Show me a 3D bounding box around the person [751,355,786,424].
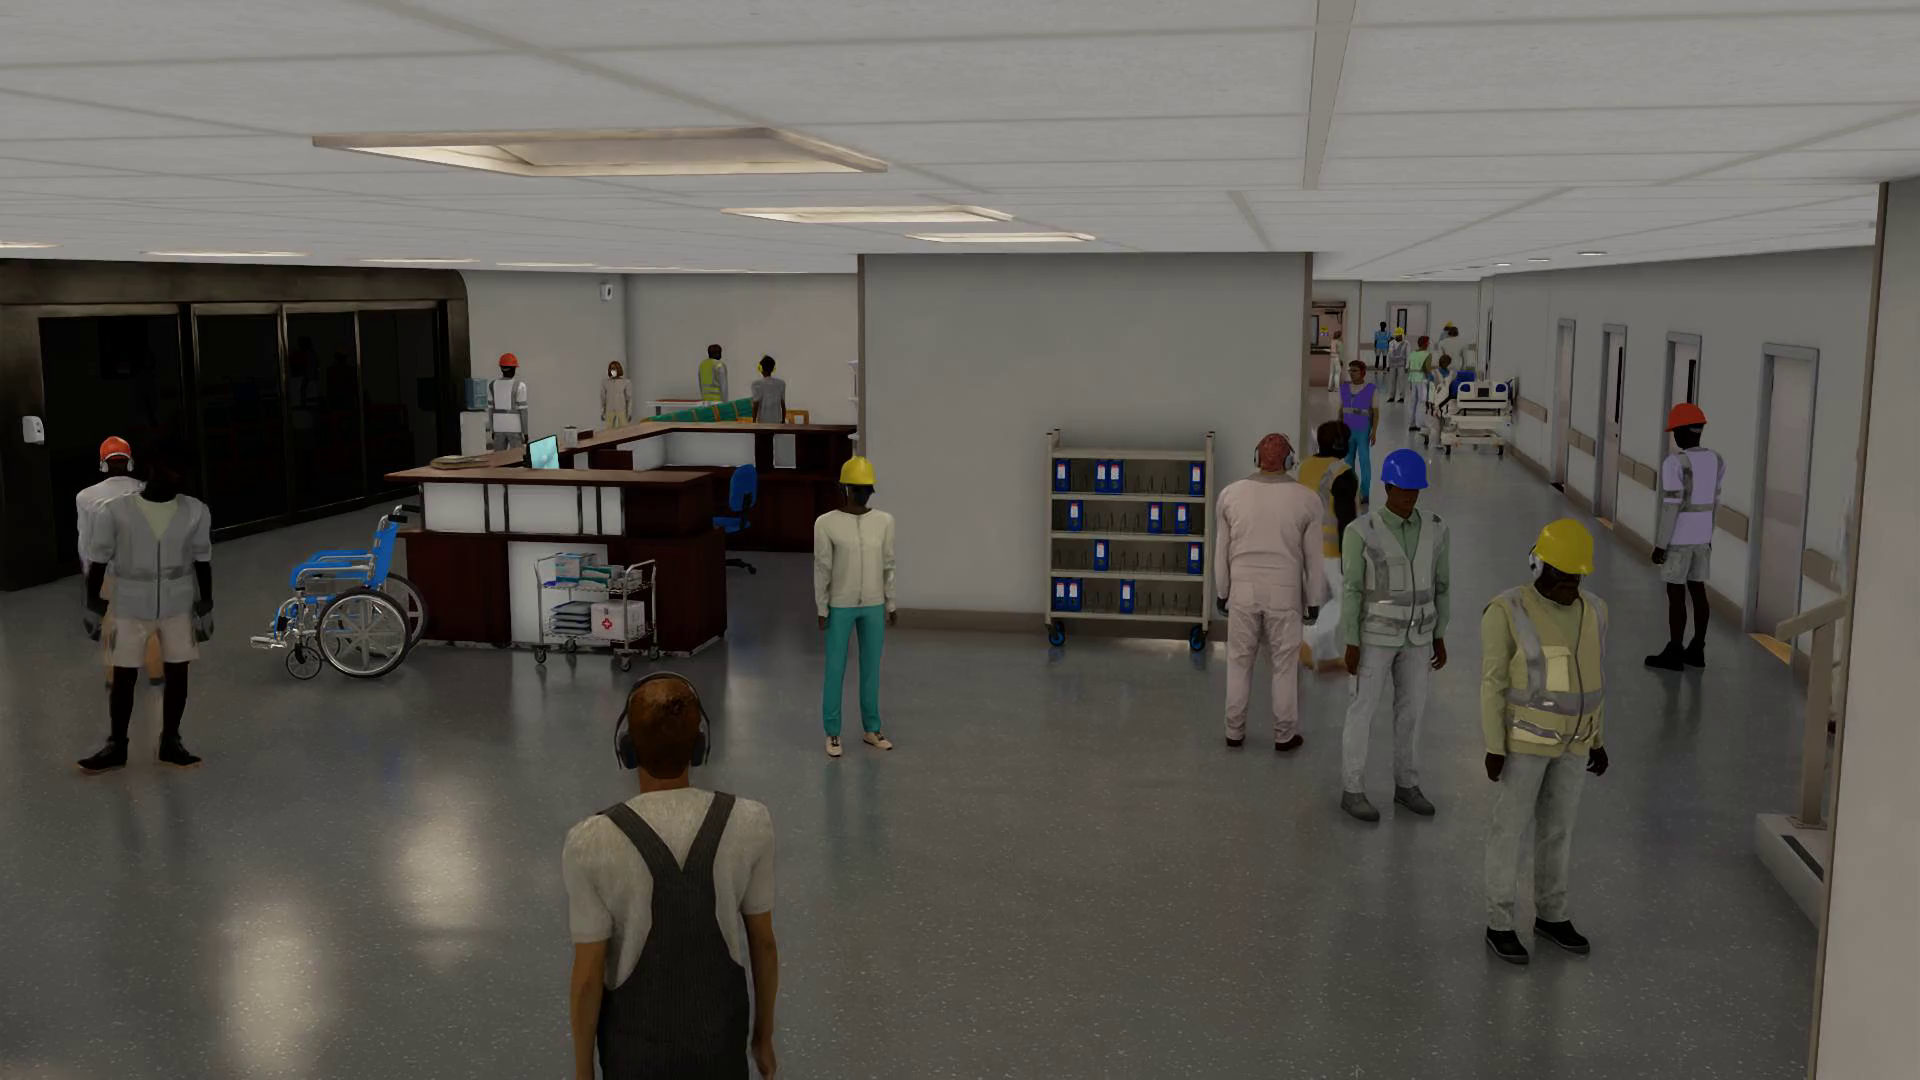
[{"bbox_3d":[-2.547,-1.515,22.101,0.520,1.874,0.332,-5,10,-29],"label":"person"}]

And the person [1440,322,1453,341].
[{"bbox_3d":[15.280,-5.962,52.081,0.350,1.728,0.488,-7,11,-39],"label":"person"}]

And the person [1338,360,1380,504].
[{"bbox_3d":[5.104,-1.386,21.324,0.374,1.843,0.569,-8,12,-42],"label":"person"}]

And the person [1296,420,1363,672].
[{"bbox_3d":[2.575,0.062,11.780,0.549,1.826,0.639,-3,9,-19],"label":"person"}]

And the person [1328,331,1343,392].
[{"bbox_3d":[10.042,-4.763,44.470,0.363,1.637,0.535,-4,10,-26],"label":"person"}]

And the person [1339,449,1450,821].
[{"bbox_3d":[2.244,0.491,8.592,0.600,1.938,0.422,-3,9,-16],"label":"person"}]

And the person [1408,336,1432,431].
[{"bbox_3d":[8.891,-3.024,32.188,0.392,1.846,0.564,-4,10,-26],"label":"person"}]

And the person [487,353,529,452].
[{"bbox_3d":[-5.797,-1.438,21.415,0.546,1.929,0.392,2,9,13],"label":"person"}]

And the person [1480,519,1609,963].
[{"bbox_3d":[2.410,0.812,6.821,0.588,1.822,0.403,-3,9,-19],"label":"person"}]

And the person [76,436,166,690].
[{"bbox_3d":[-5.718,0.160,11.399,0.564,1.743,0.352,-4,10,-26],"label":"person"}]

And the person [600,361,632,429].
[{"bbox_3d":[-5.358,-1.973,25.925,0.497,1.633,0.284,0,9,0],"label":"person"}]

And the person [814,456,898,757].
[{"bbox_3d":[-0.610,0.385,9.825,0.522,1.771,0.306,-4,10,-26],"label":"person"}]

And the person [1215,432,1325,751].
[{"bbox_3d":[1.842,0.310,9.910,0.648,1.900,0.399,3,9,19],"label":"person"}]

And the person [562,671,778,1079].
[{"bbox_3d":[-0.684,1.224,3.996,0.508,1.844,0.332,-4,9,-24],"label":"person"}]

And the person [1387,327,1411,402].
[{"bbox_3d":[10.645,-4.249,40.412,0.590,1.824,0.403,8,12,42],"label":"person"}]

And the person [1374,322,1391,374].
[{"bbox_3d":[13.729,-6.250,54.082,0.536,1.699,0.322,1,9,8],"label":"person"}]

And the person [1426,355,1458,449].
[{"bbox_3d":[8.309,-2.356,28.490,0.546,1.610,0.698,-1,9,-7],"label":"person"}]

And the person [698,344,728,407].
[{"bbox_3d":[-4.047,-2.322,27.555,0.626,1.844,0.429,7,11,40],"label":"person"}]

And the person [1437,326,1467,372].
[{"bbox_3d":[11.176,-3.898,37.794,0.649,1.899,0.917,2,9,15],"label":"person"}]

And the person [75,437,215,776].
[{"bbox_3d":[-4.600,0.379,9.357,0.764,1.922,0.451,-6,10,-33],"label":"person"}]

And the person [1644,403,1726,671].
[{"bbox_3d":[5.215,-0.022,11.997,0.543,1.928,0.370,-4,10,-26],"label":"person"}]
